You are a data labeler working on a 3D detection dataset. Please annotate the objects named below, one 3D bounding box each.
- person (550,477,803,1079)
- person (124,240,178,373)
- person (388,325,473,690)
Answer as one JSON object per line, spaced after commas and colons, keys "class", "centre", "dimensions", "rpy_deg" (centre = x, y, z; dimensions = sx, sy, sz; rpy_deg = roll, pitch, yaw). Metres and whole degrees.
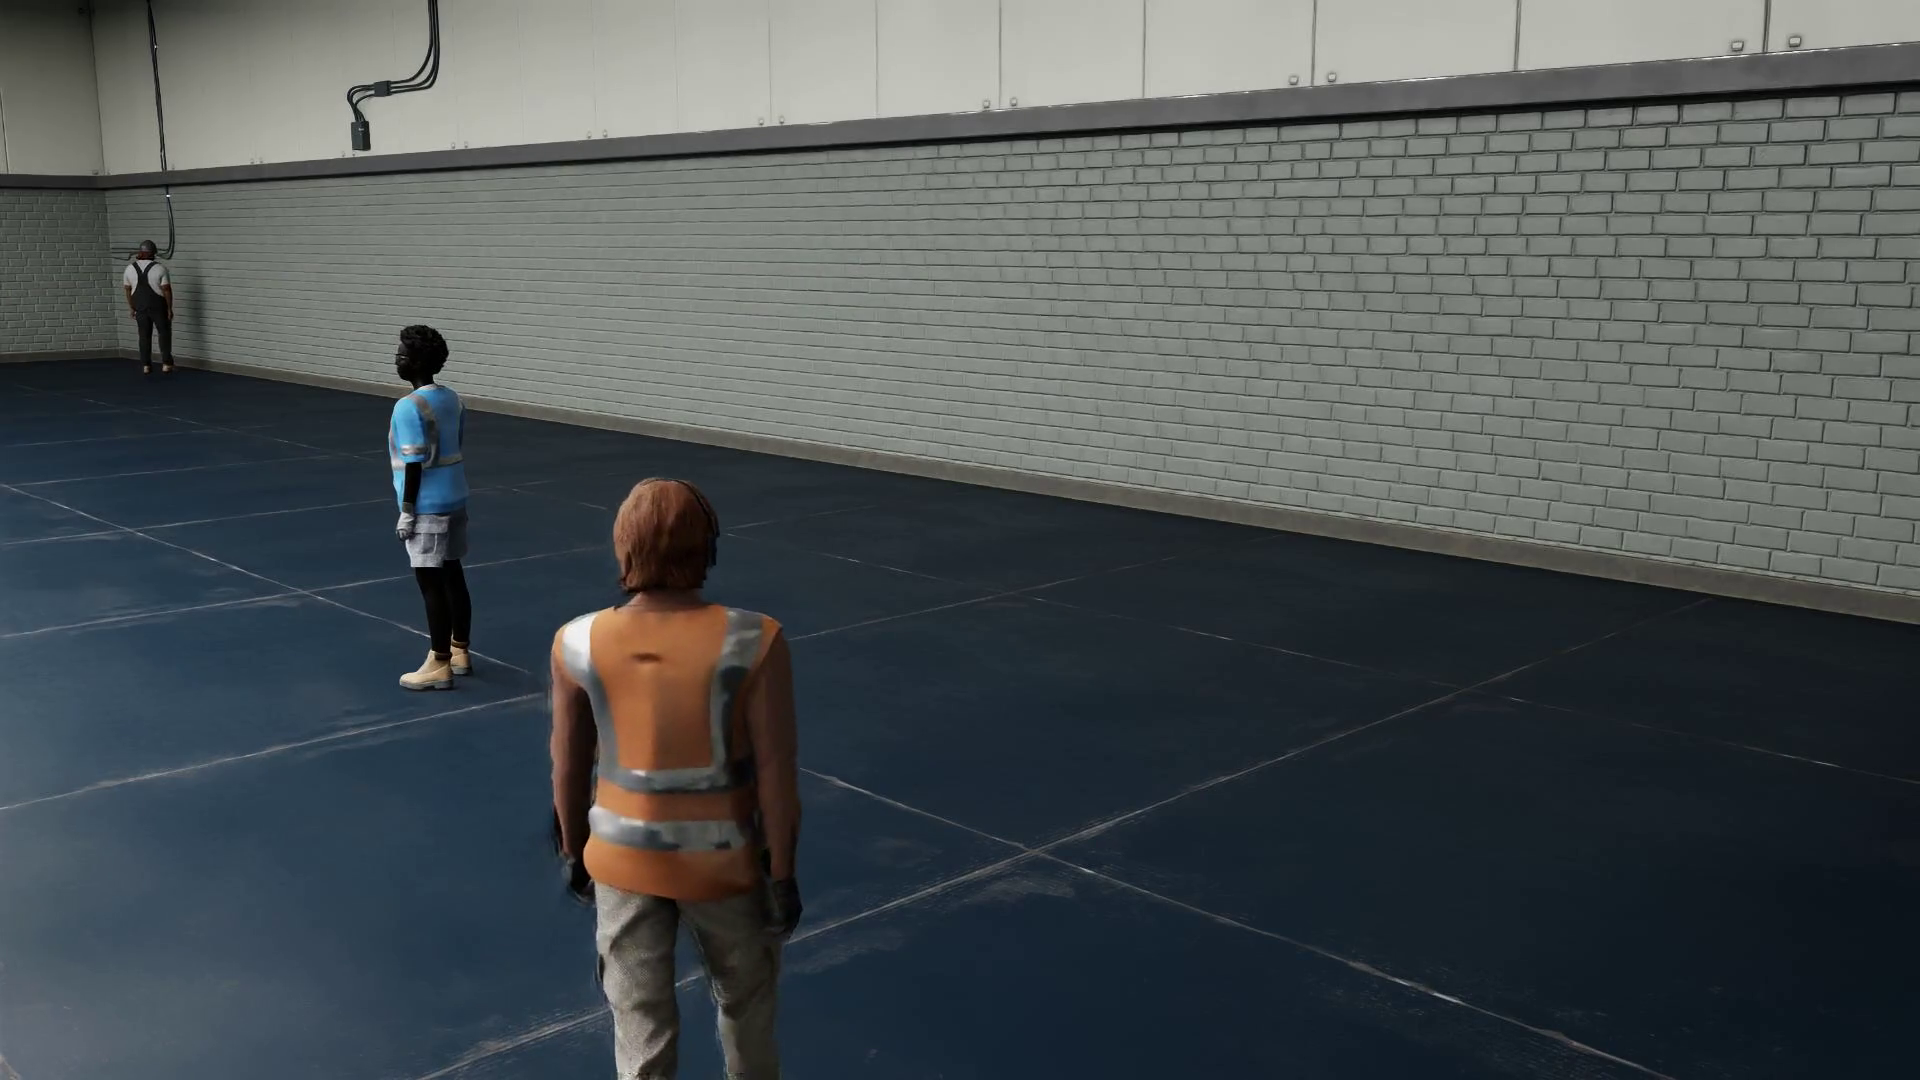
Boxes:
{"class": "person", "centre": [-0.577, 0.662, 3.529], "dimensions": [0.545, 1.617, 0.633], "rpy_deg": [1, 10, 5]}
{"class": "person", "centre": [-12.540, -3.603, 25.792], "dimensions": [0.732, 2.000, 0.536], "rpy_deg": [0, 10, -1]}
{"class": "person", "centre": [-2.495, -0.160, 7.831], "dimensions": [0.317, 1.700, 0.539], "rpy_deg": [1, 10, 6]}
